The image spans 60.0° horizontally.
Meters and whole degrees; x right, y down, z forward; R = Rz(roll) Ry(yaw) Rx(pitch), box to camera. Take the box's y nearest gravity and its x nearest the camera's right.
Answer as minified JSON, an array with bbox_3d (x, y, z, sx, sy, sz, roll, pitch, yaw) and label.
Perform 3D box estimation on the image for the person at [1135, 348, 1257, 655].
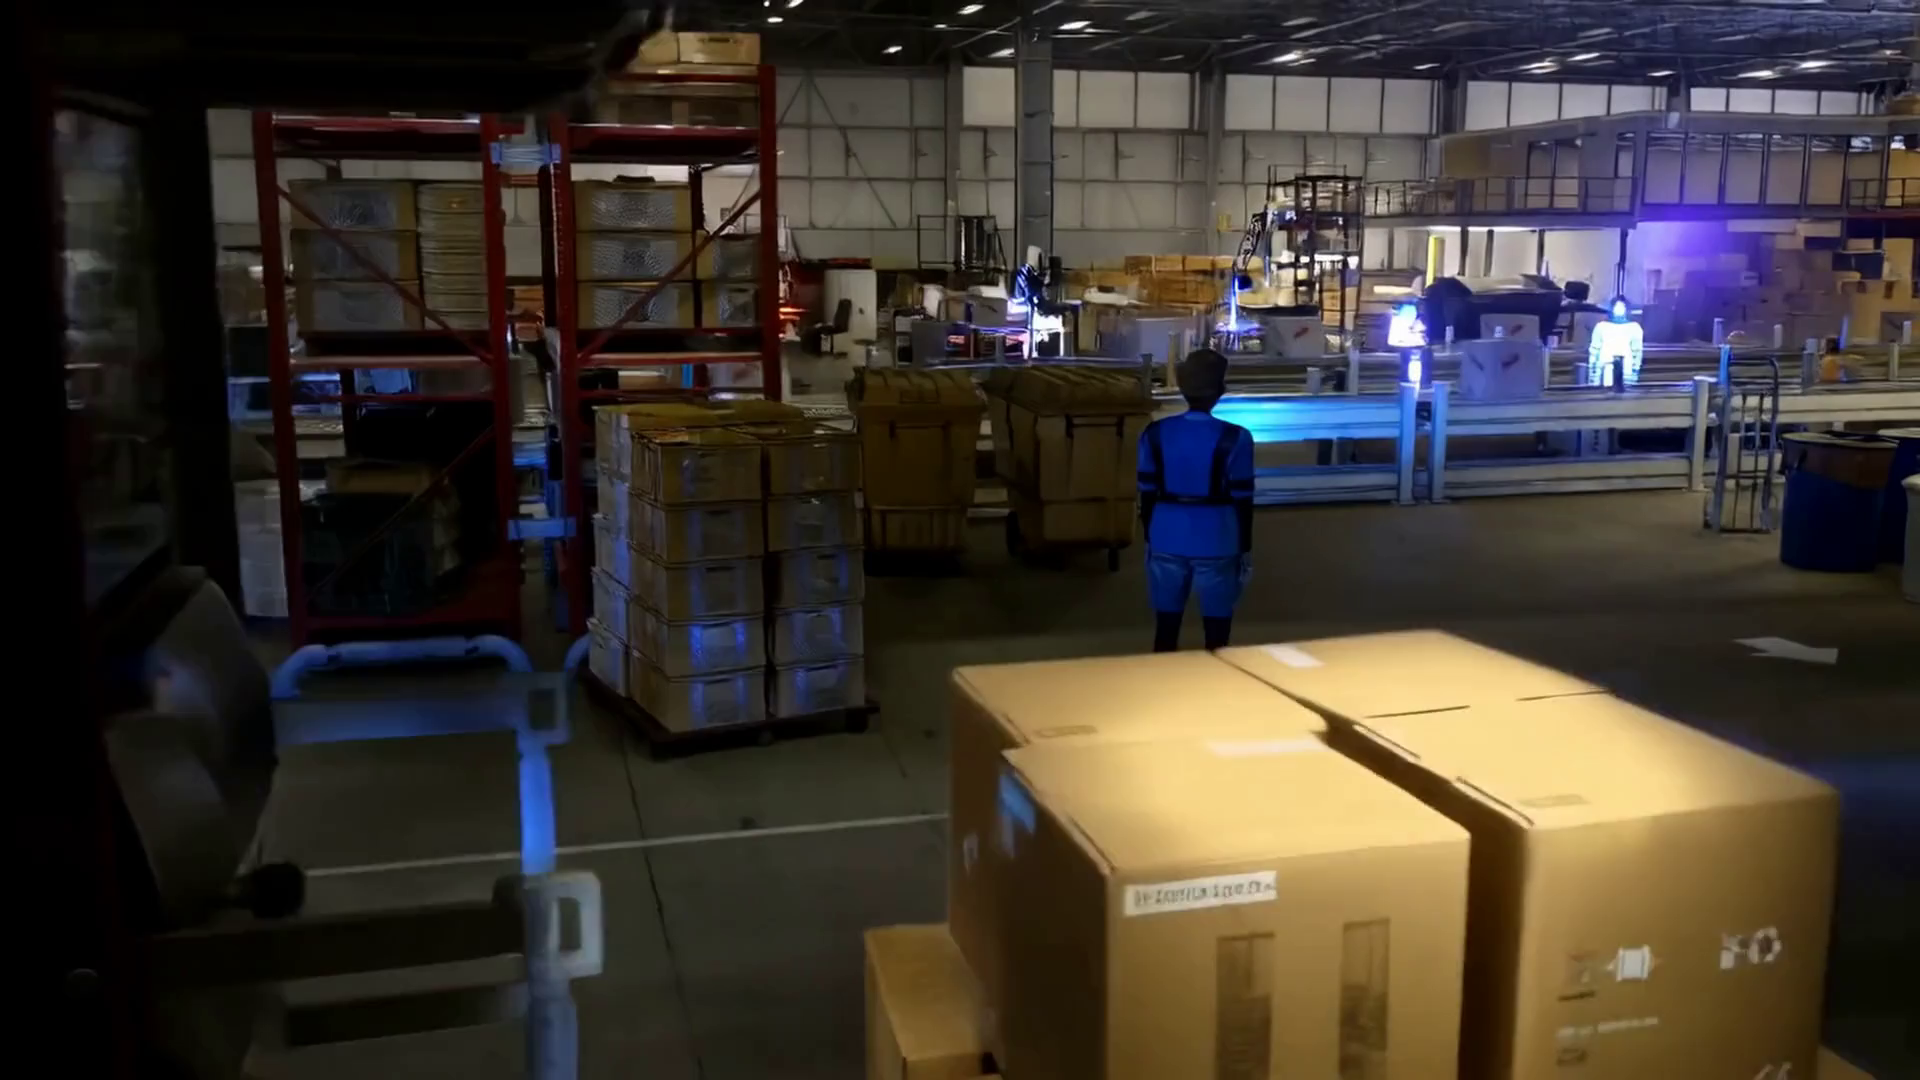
[{"bbox_3d":[1.007,0.037,7.095,0.537,1.695,0.321,6,12,30],"label":"person"}]

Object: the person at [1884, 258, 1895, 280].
[{"bbox_3d":[23.997,-6.356,42.947,0.502,1.830,0.583,-9,14,-42],"label":"person"}]

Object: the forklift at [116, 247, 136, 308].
[{"bbox_3d":[-19.966,-6.232,40.894,1.157,1.987,2.680,-3,10,-15],"label":"forklift"}]

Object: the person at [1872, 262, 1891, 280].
[{"bbox_3d":[23.084,-6.109,41.771,0.542,1.730,0.584,-1,10,-5],"label":"person"}]

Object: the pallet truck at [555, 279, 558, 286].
[{"bbox_3d":[-10.604,-6.375,44.520,0.653,1.274,1.630,-3,10,-15],"label":"pallet truck"}]

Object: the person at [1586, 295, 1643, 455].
[{"bbox_3d":[6.631,-1.659,16.871,0.505,1.636,0.278,5,11,28],"label":"person"}]

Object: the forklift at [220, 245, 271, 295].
[{"bbox_3d":[-17.749,-6.334,41.440,1.157,1.987,2.680,-3,10,-17],"label":"forklift"}]
